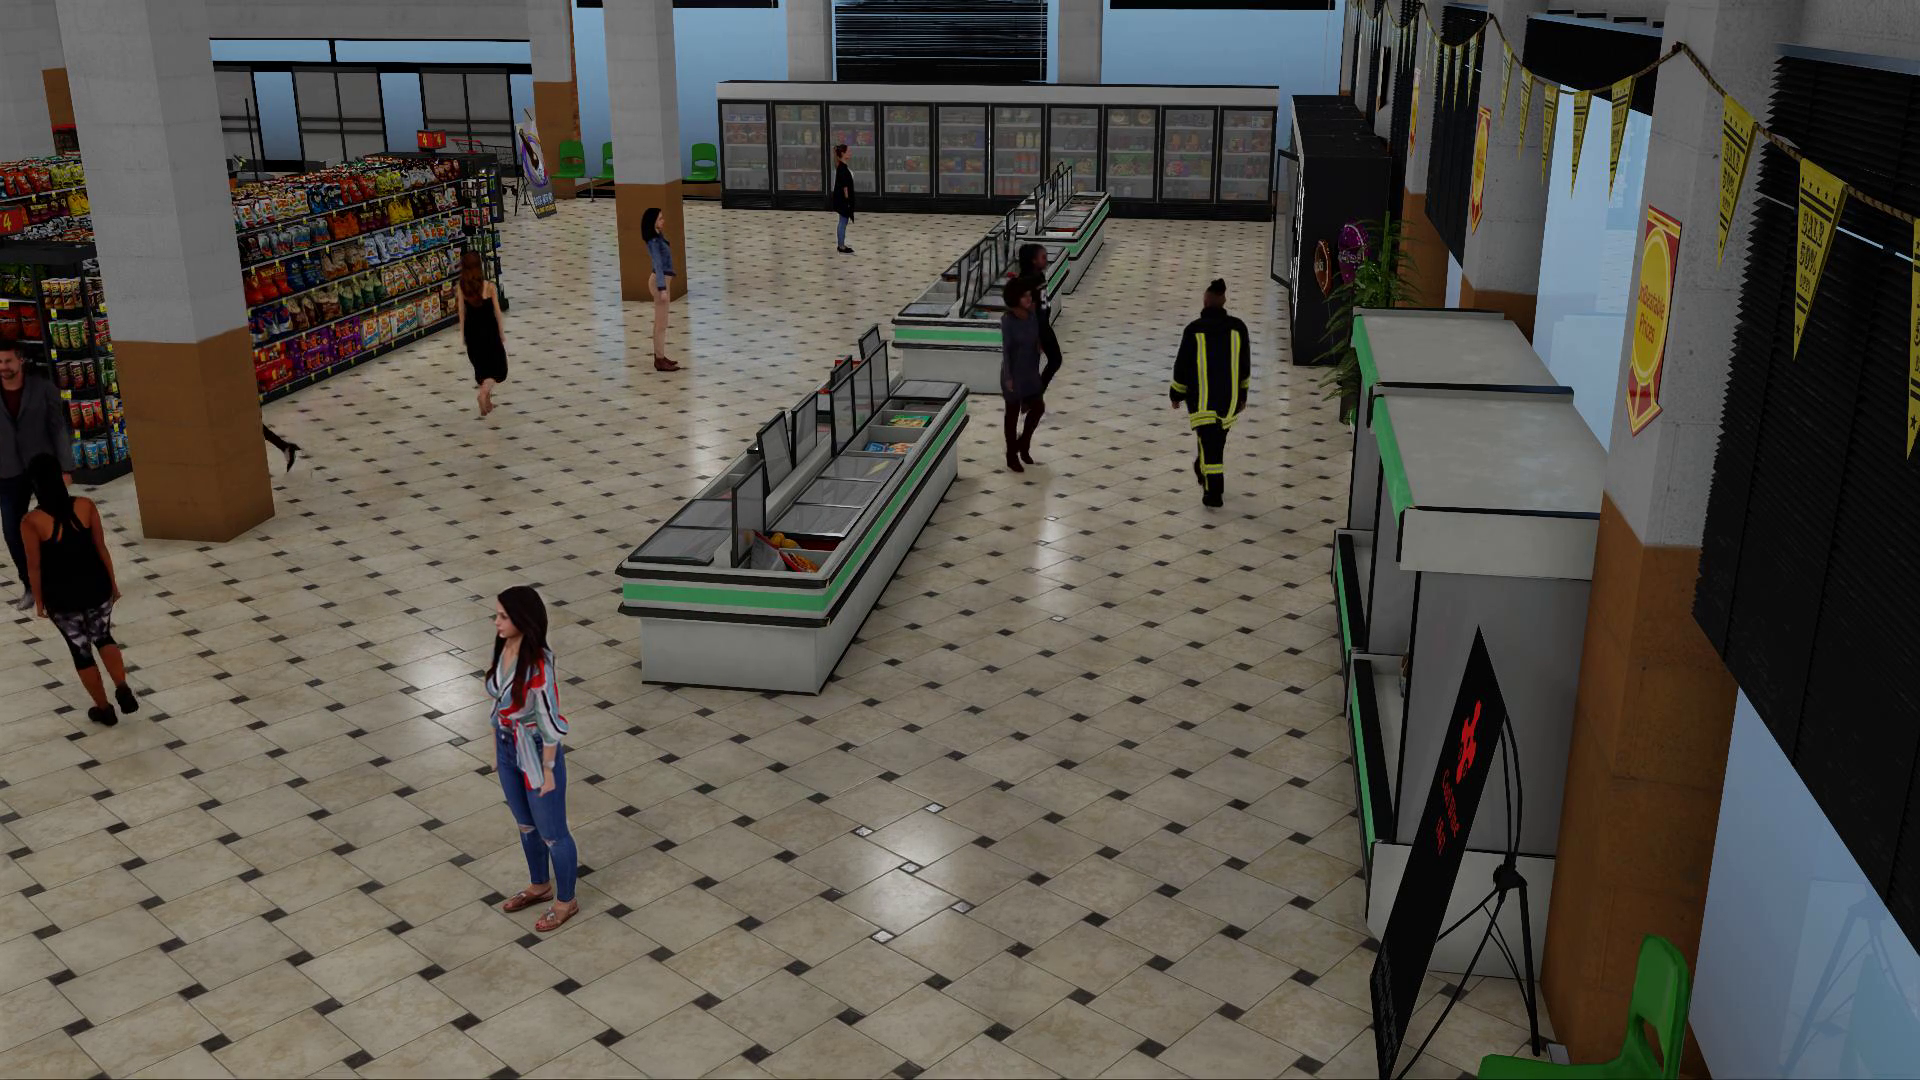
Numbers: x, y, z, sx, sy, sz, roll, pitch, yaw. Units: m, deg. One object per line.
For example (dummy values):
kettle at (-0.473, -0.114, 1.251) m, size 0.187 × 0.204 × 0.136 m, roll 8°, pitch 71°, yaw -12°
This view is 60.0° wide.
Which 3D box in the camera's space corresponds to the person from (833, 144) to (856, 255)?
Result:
person at (-1.823, -5.340, 26.044) m, size 0.757 × 1.683 × 0.605 m, roll -3°, pitch 19°, yaw -8°

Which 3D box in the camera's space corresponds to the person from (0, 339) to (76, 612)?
person at (-6.320, -0.473, 11.339) m, size 0.860 × 1.857 × 0.894 m, roll -6°, pitch 20°, yaw -18°

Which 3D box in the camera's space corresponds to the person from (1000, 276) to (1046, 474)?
person at (0.462, -1.440, 14.450) m, size 0.699 × 1.703 × 0.756 m, roll -12°, pitch 22°, yaw -33°

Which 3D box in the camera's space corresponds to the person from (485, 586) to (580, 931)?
person at (-1.916, 0.967, 7.451) m, size 0.669 × 1.612 × 0.674 m, roll 16°, pitch 24°, yaw 38°

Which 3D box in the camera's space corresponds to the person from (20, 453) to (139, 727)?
person at (-4.929, 0.309, 9.334) m, size 0.765 × 1.656 × 0.816 m, roll -18°, pitch 25°, yaw -42°

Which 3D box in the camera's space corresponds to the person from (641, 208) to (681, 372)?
person at (-3.294, -2.753, 18.230) m, size 0.743 × 1.774 × 0.635 m, roll -4°, pitch 19°, yaw -12°

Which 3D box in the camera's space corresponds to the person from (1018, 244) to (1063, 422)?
person at (0.653, -1.994, 16.068) m, size 0.739 × 1.717 × 0.640 m, roll 7°, pitch 20°, yaw 19°

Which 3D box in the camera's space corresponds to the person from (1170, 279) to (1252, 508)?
person at (2.064, -1.147, 13.382) m, size 1.053 × 1.828 × 1.267 m, roll -4°, pitch 19°, yaw -12°

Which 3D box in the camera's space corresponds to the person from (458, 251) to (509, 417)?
person at (-4.674, -1.975, 16.183) m, size 0.612 × 1.609 × 0.899 m, roll 1°, pitch 19°, yaw 4°
